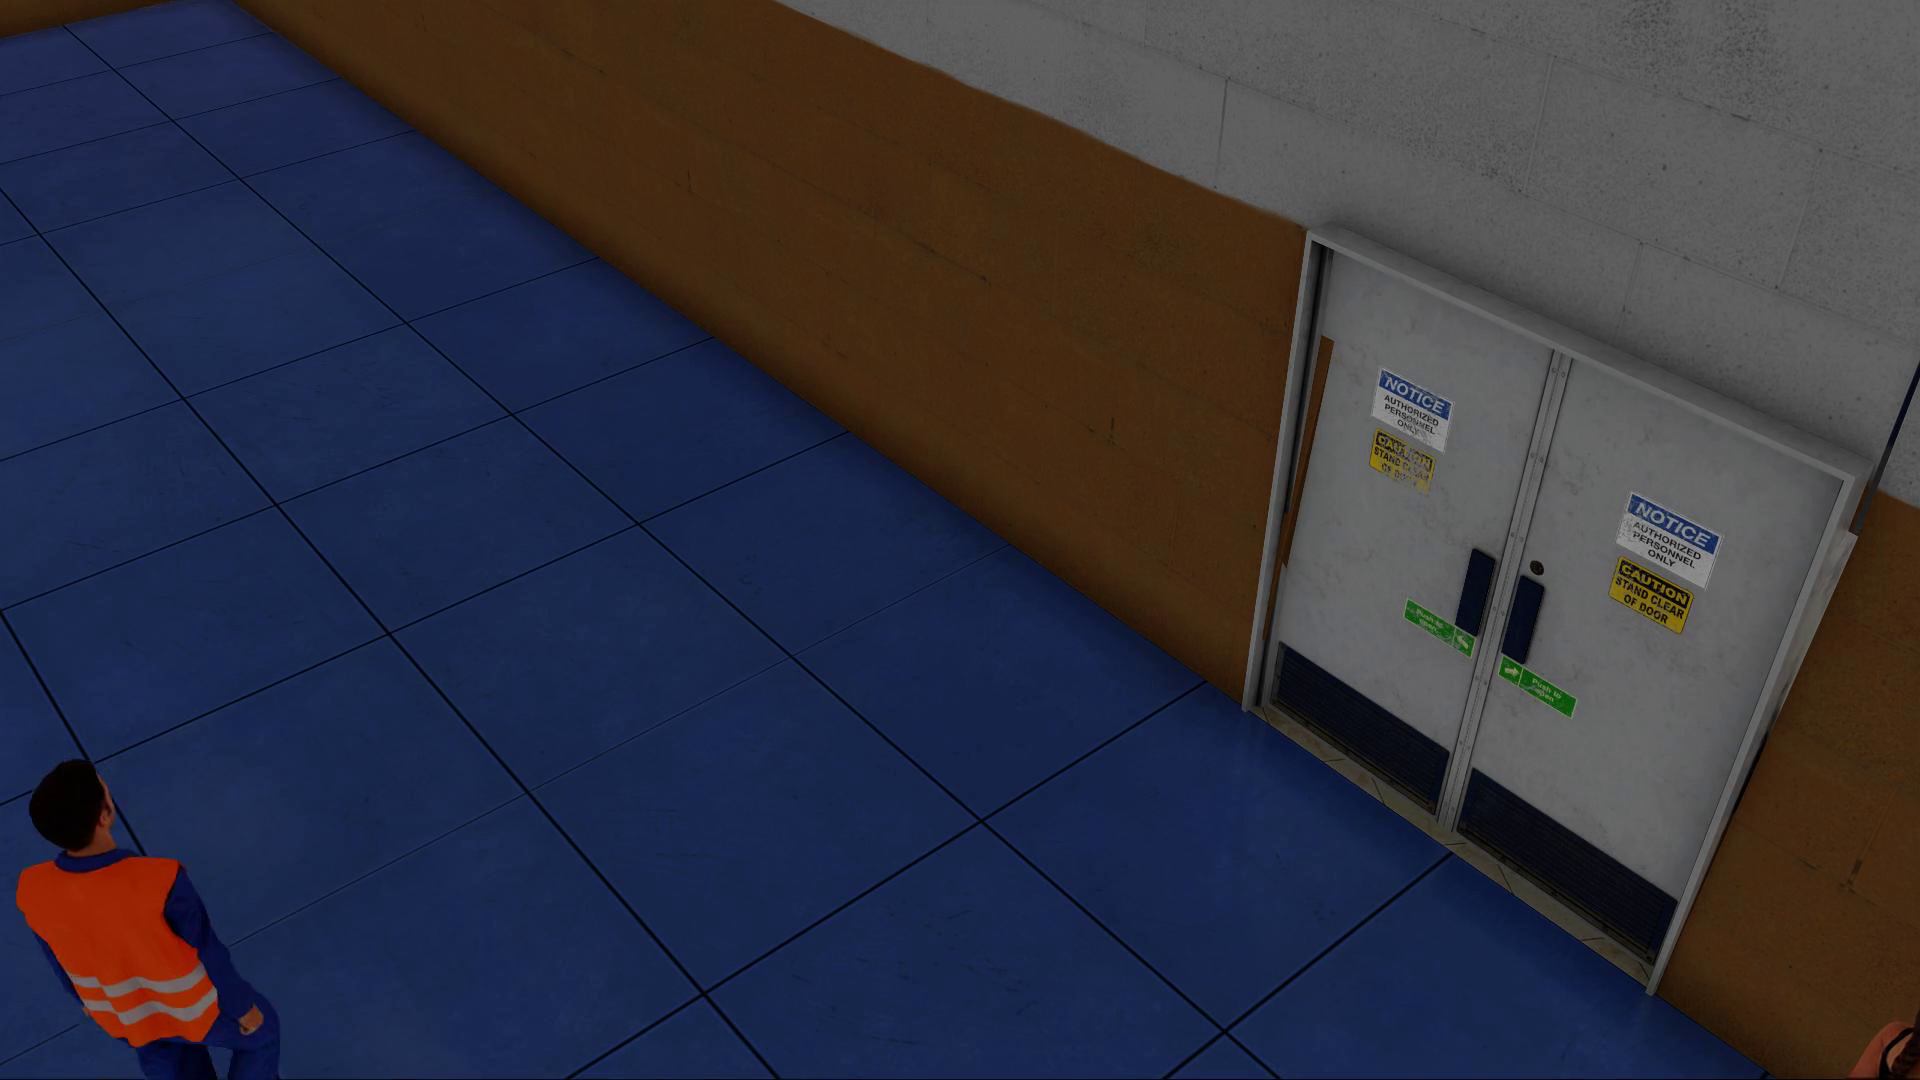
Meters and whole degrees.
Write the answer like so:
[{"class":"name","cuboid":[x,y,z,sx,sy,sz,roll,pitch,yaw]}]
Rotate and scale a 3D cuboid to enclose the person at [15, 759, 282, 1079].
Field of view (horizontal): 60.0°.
[{"class":"person","cuboid":[-2.329,1.418,4.838,0.887,1.855,0.954,0,37,1]}]
